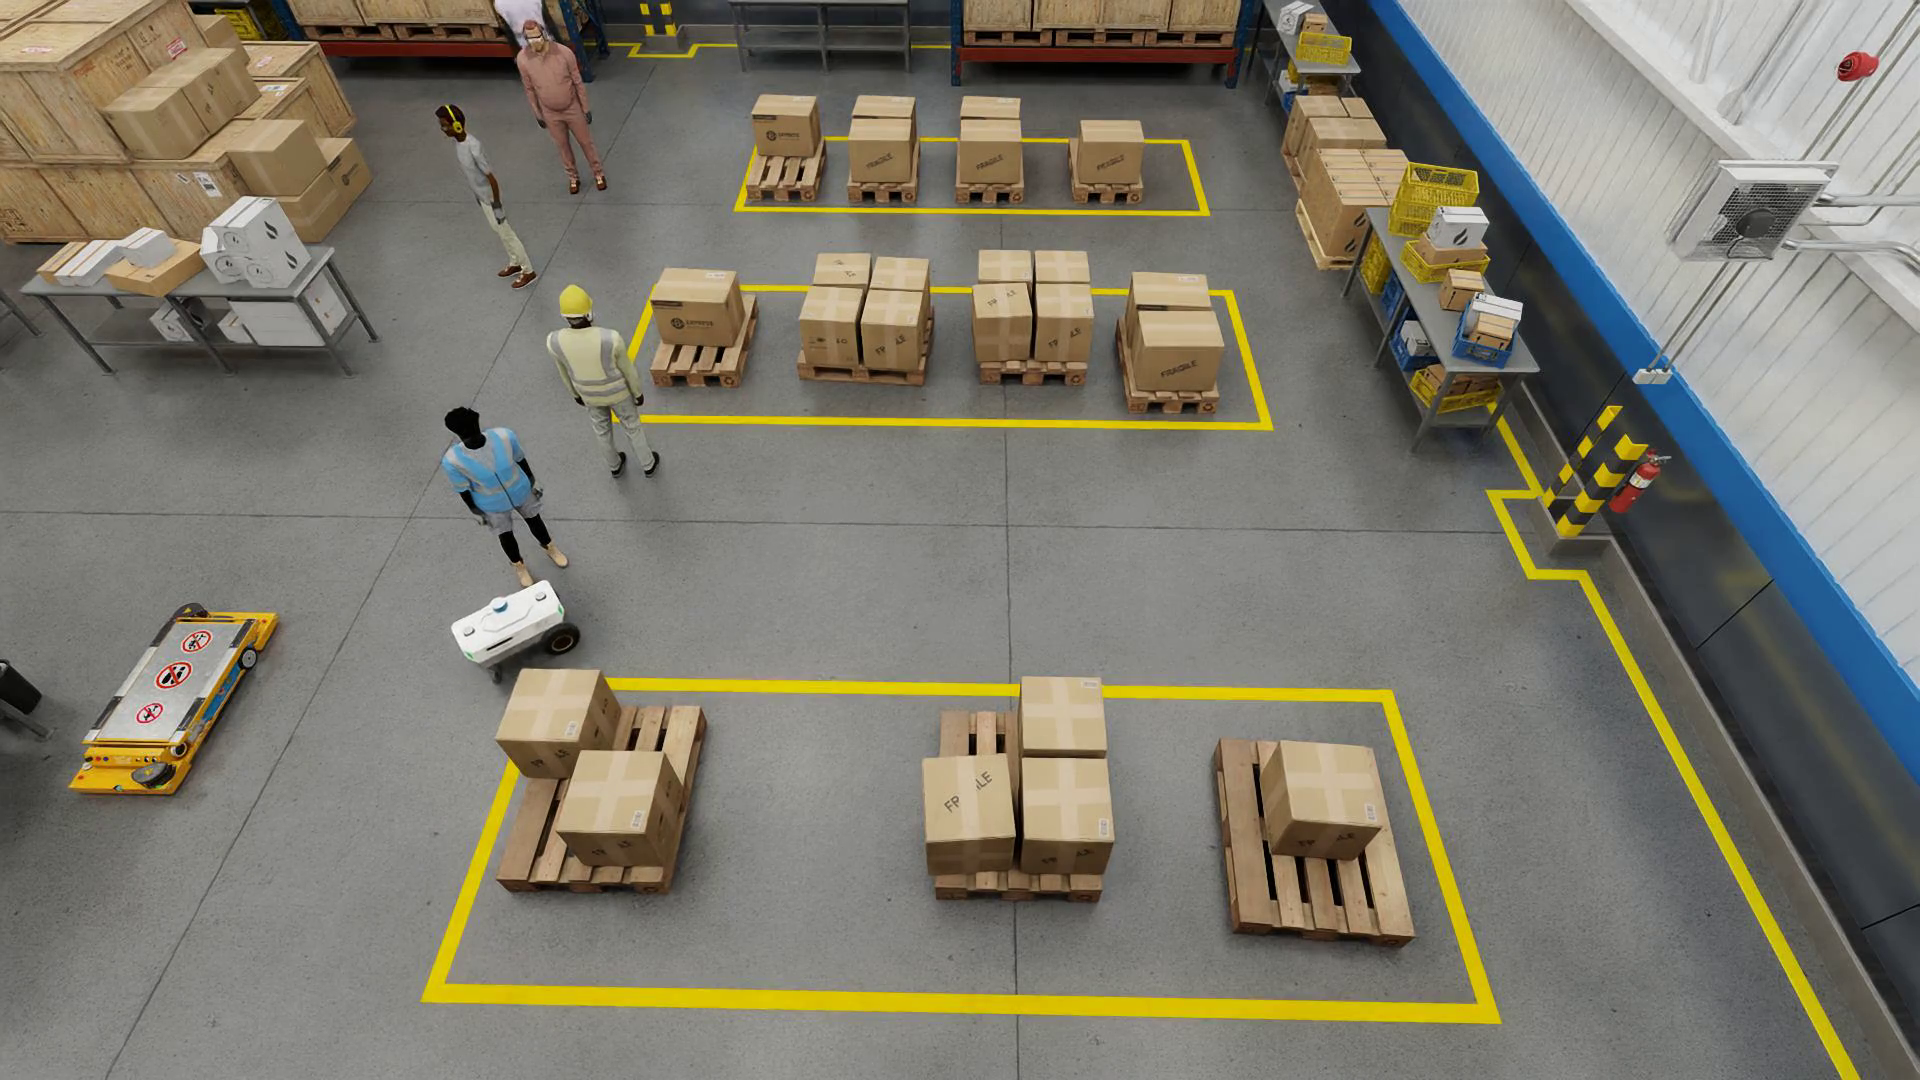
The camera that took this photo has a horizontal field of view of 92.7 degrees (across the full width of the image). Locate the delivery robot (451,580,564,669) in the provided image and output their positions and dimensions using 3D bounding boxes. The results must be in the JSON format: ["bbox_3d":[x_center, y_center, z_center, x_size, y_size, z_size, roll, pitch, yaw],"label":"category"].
[{"bbox_3d":[-3.240,0.593,6.603,0.707,0.478,0.477,-29,56,-22],"label":"delivery robot"}]

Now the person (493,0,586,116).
[{"bbox_3d":[-5.303,-6.136,11.493,0.648,1.889,0.463,-30,56,-23],"label":"person"}]

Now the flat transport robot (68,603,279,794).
[{"bbox_3d":[-5.504,1.072,6.442,0.652,0.197,1.431,1,50,1],"label":"flat transport robot"}]

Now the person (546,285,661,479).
[{"bbox_3d":[-2.856,-1.222,7.376,0.595,1.825,0.403,-1,50,-1],"label":"person"}]

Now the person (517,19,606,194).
[{"bbox_3d":[-4.546,-4.905,10.444,0.647,1.900,0.403,-9,50,-7],"label":"person"}]

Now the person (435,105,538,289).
[{"bbox_3d":[-4.758,-3.424,9.206,0.314,1.869,0.535,-35,58,-26],"label":"person"}]

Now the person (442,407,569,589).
[{"bbox_3d":[-3.320,-0.314,6.686,0.540,1.695,0.317,-36,58,-26],"label":"person"}]
